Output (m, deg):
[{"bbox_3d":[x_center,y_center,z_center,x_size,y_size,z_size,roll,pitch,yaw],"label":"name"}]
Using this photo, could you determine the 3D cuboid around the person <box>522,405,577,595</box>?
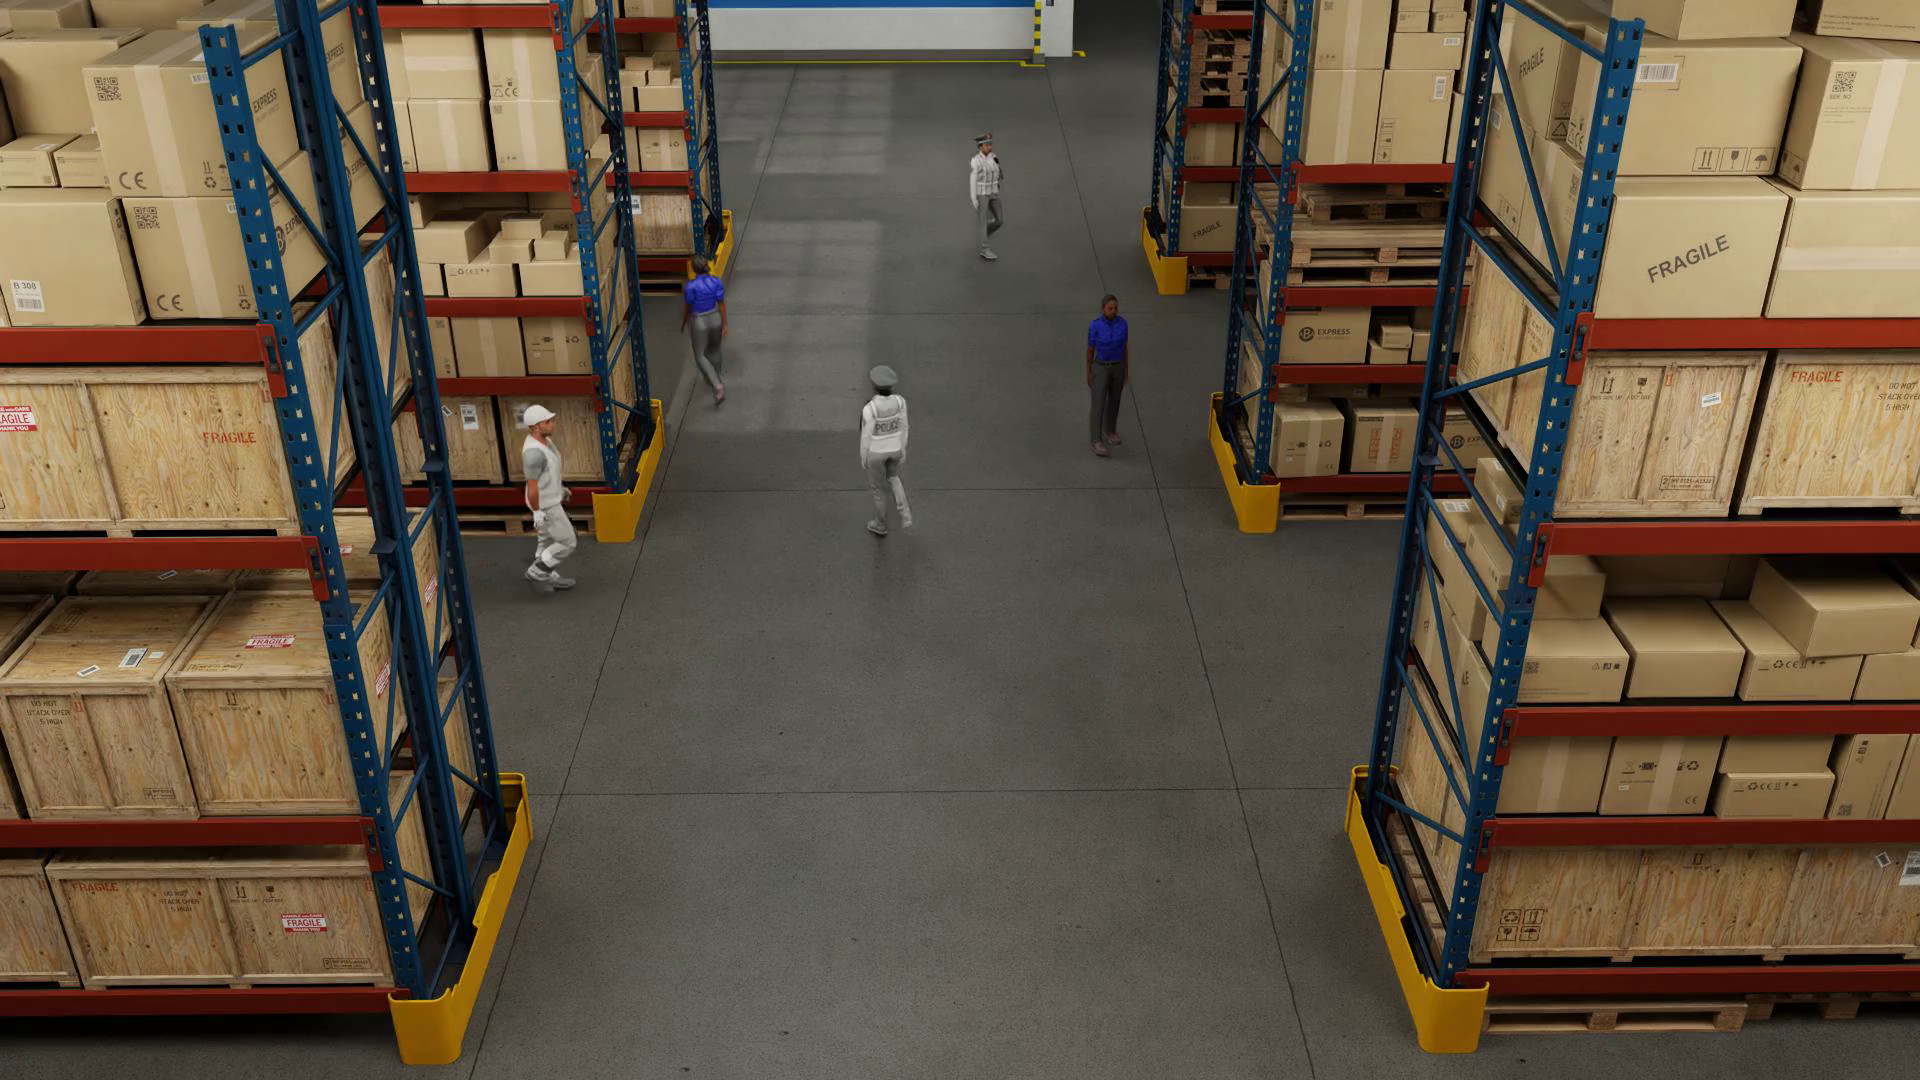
[{"bbox_3d":[-3.610,-0.344,14.479,0.495,1.784,0.637,-3,28,-6],"label":"person"}]

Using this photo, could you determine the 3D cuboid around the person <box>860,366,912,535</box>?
[{"bbox_3d":[-0.690,-0.811,15.458,0.485,1.693,0.482,-16,32,-27],"label":"person"}]

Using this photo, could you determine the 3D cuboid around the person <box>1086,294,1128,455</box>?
[{"bbox_3d":[1.559,-1.724,17.233,0.443,1.666,0.497,-10,30,-18],"label":"person"}]

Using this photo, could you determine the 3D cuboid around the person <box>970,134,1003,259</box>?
[{"bbox_3d":[0.353,-4.717,22.748,0.504,1.692,0.498,-20,34,-33],"label":"person"}]

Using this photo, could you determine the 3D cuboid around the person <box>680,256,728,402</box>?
[{"bbox_3d":[-2.812,-2.375,18.447,0.456,1.637,0.815,-18,33,-30],"label":"person"}]
